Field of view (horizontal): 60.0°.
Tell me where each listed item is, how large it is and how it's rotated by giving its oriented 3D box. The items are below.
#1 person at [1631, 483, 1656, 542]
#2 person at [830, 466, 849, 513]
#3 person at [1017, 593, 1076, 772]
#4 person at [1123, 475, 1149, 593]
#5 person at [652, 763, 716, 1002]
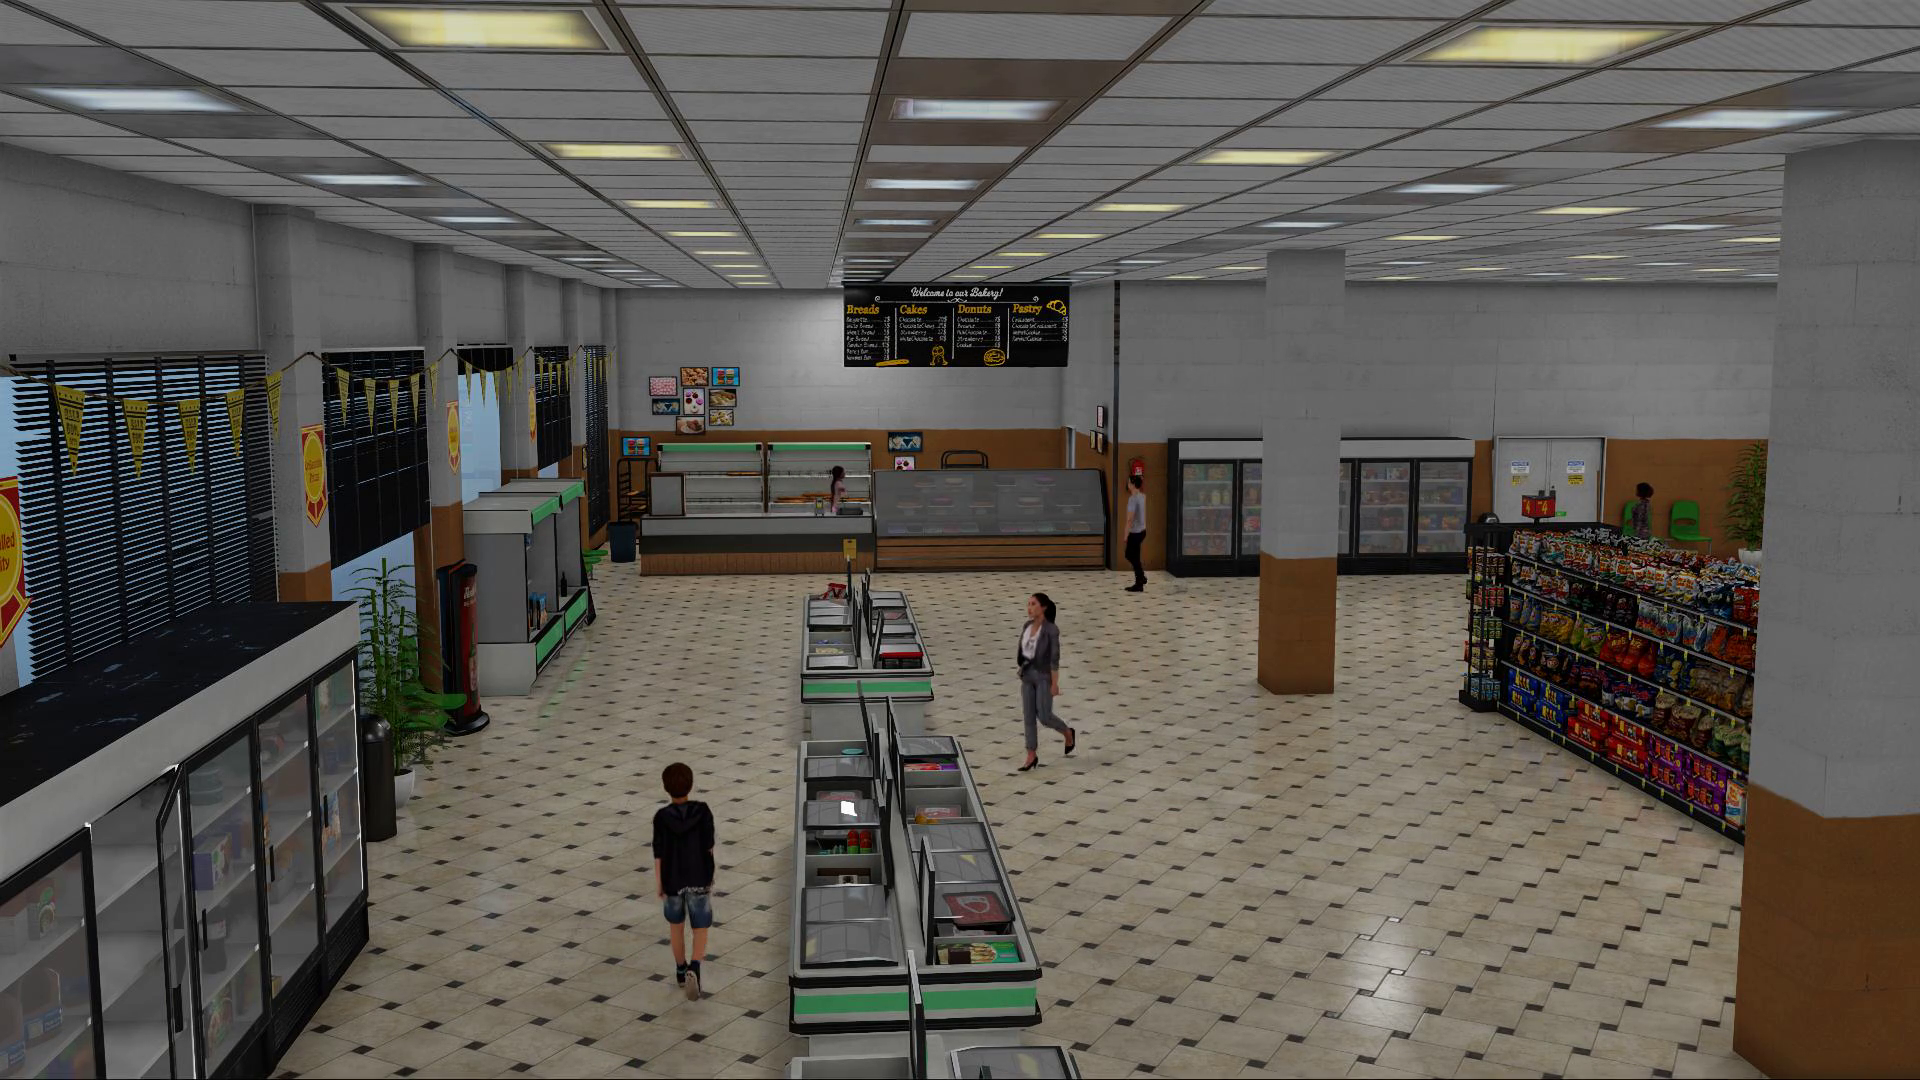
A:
[{"bbox_3d":[10.984,-0.074,26.810,0.743,1.715,0.676,5,9,36],"label":"person"},{"bbox_3d":[-2.283,-0.425,29.998,0.838,1.646,1.096,-2,7,-18],"label":"person"},{"bbox_3d":[0.793,1.322,15.479,0.954,1.661,0.950,-5,9,-38],"label":"person"},{"bbox_3d":[2.880,-0.092,26.375,0.889,1.854,0.779,3,8,26],"label":"person"},{"bbox_3d":[-1.668,2.083,10.132,0.533,1.433,0.874,-1,7,-7],"label":"person"}]
